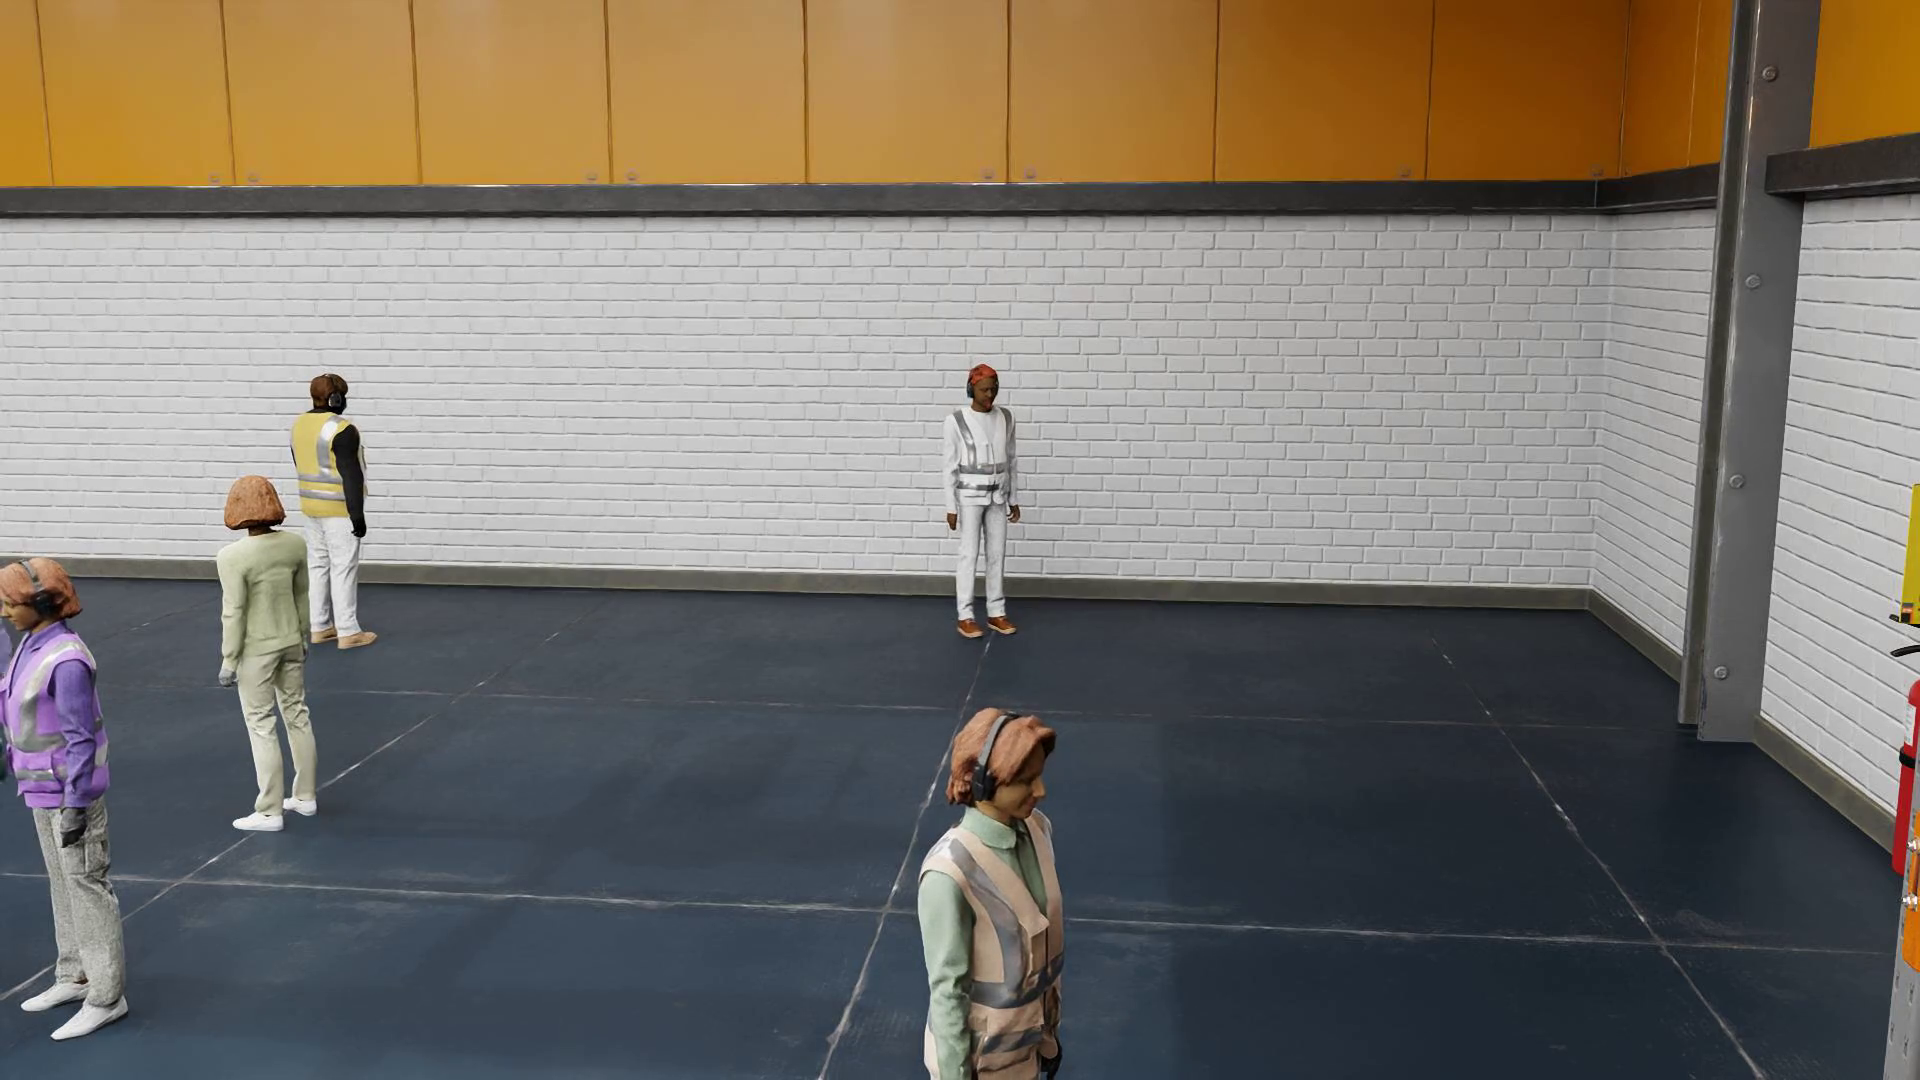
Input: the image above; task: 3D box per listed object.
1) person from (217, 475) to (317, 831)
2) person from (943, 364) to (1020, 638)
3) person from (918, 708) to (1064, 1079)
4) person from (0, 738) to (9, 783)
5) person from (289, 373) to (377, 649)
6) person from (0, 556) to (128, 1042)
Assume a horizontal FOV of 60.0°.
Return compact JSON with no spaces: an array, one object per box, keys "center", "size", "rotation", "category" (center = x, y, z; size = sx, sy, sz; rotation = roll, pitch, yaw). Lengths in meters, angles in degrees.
[{"center":[-3.181,0.515,7.629],"size":[0.276,1.633,0.507],"rotation":[4,11,22],"category":"person"},{"center":[0.149,-0.268,11.422],"size":[0.586,1.879,0.358],"rotation":[-6,12,-33],"category":"person"},{"center":[0.074,1.183,3.793],"size":[0.307,1.638,0.514],"rotation":[5,11,26],"category":"person"},{"center":[-3.708,0.704,5.802],"size":[0.690,1.900,0.396],"rotation":[-9,13,-41],"category":"person"},{"center":[-4.184,-0.193,11.131],"size":[0.619,1.835,0.430],"rotation":[8,12,37],"category":"person"},{"center":[-3.045,0.860,5.638],"size":[0.309,1.640,0.513],"rotation":[-9,13,-42],"category":"person"}]
